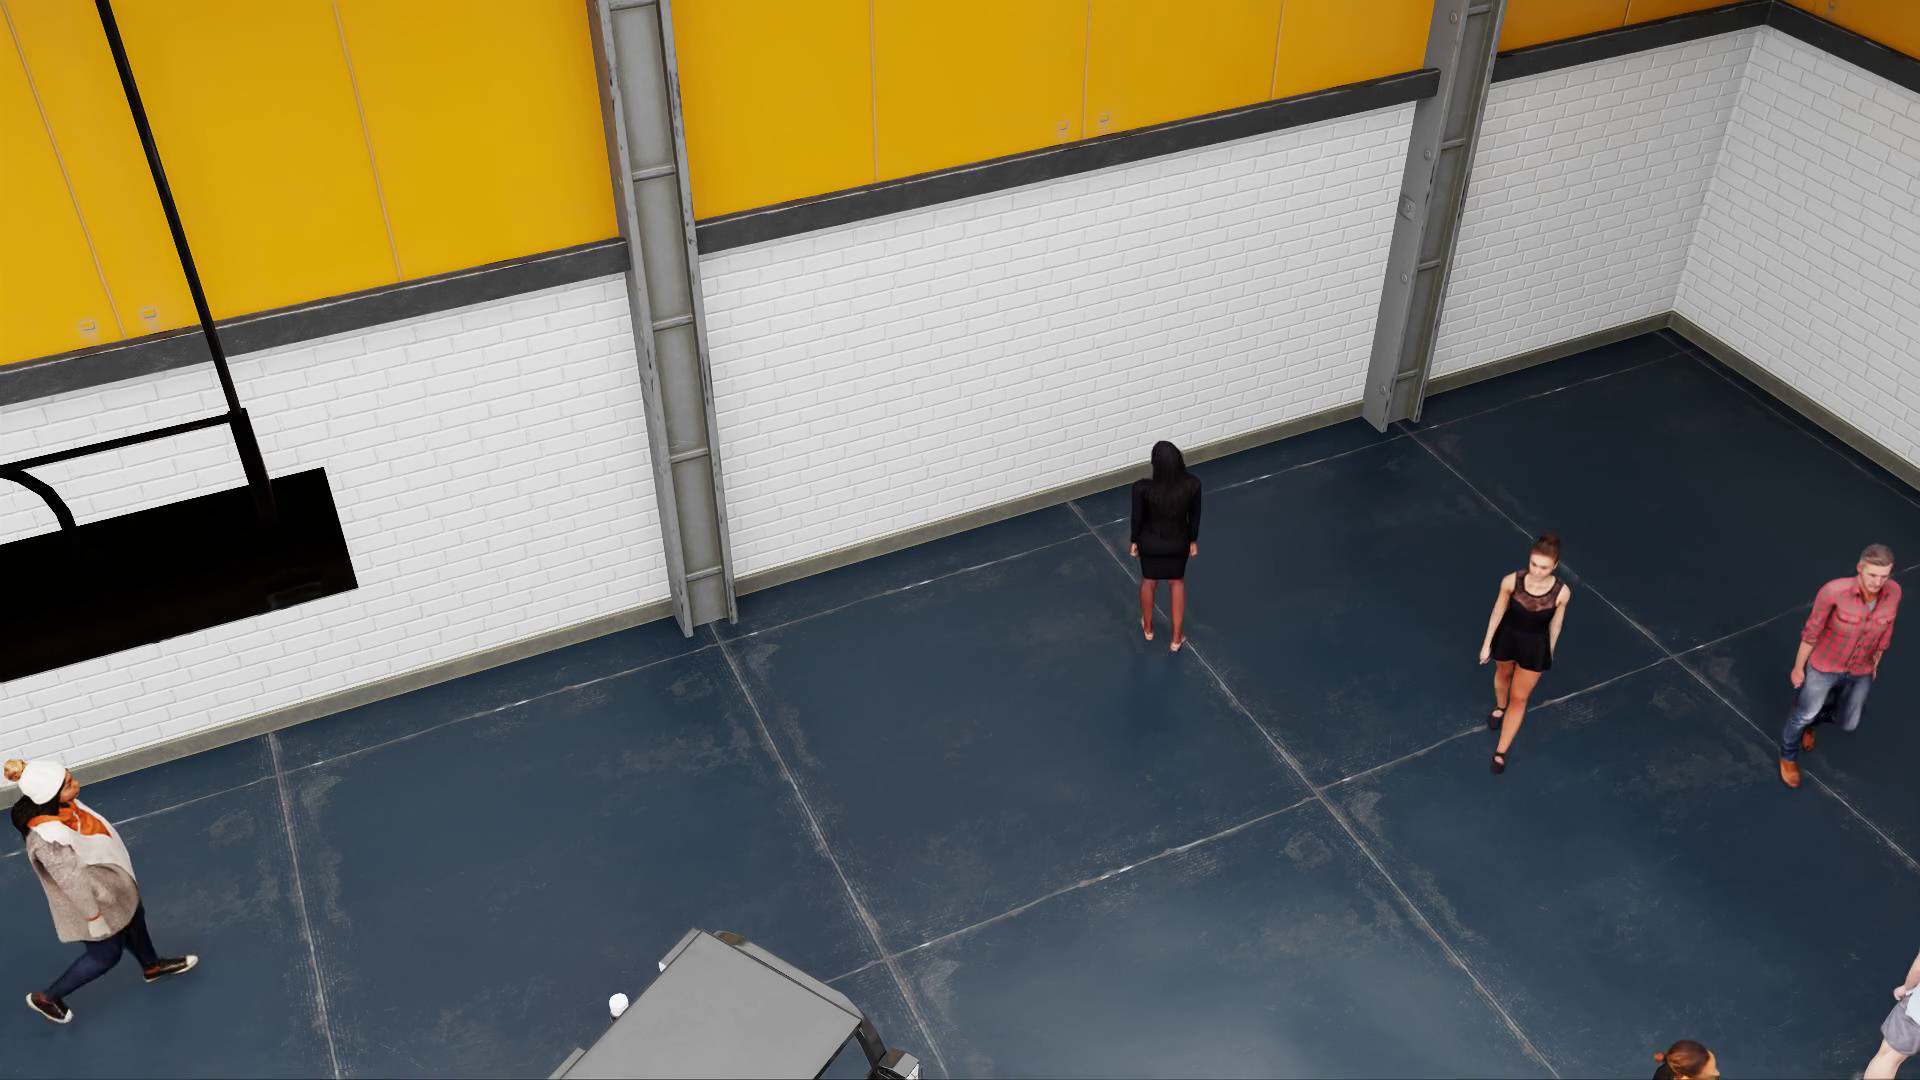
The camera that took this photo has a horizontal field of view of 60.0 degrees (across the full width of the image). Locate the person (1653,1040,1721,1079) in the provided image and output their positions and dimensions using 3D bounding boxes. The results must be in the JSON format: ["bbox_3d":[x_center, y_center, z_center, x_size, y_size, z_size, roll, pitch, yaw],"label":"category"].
[{"bbox_3d":[3.212,2.865,7.738,0.721,1.667,0.670,11,40,13],"label":"person"}]

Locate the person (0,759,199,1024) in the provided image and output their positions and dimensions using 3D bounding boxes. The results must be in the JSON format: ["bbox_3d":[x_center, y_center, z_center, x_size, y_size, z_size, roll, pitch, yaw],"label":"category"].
[{"bbox_3d":[-4.743,1.863,8.832,1.035,1.869,0.677,-17,41,-20],"label":"person"}]

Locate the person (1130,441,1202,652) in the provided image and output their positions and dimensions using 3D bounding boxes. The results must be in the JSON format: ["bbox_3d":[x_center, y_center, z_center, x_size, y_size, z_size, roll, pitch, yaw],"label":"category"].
[{"bbox_3d":[1.366,0.058,11.222,0.758,1.706,0.832,2,39,3],"label":"person"}]

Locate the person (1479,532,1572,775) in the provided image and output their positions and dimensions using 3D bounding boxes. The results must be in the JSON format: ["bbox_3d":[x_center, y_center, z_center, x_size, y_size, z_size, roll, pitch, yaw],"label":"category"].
[{"bbox_3d":[3.595,0.605,10.583,0.919,1.649,1.037,18,42,22],"label":"person"}]

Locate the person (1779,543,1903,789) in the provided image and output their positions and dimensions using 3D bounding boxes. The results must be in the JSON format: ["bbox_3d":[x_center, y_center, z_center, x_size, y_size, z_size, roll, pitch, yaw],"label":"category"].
[{"bbox_3d":[5.412,0.708,10.315,0.868,1.822,0.935,1,39,1],"label":"person"}]
